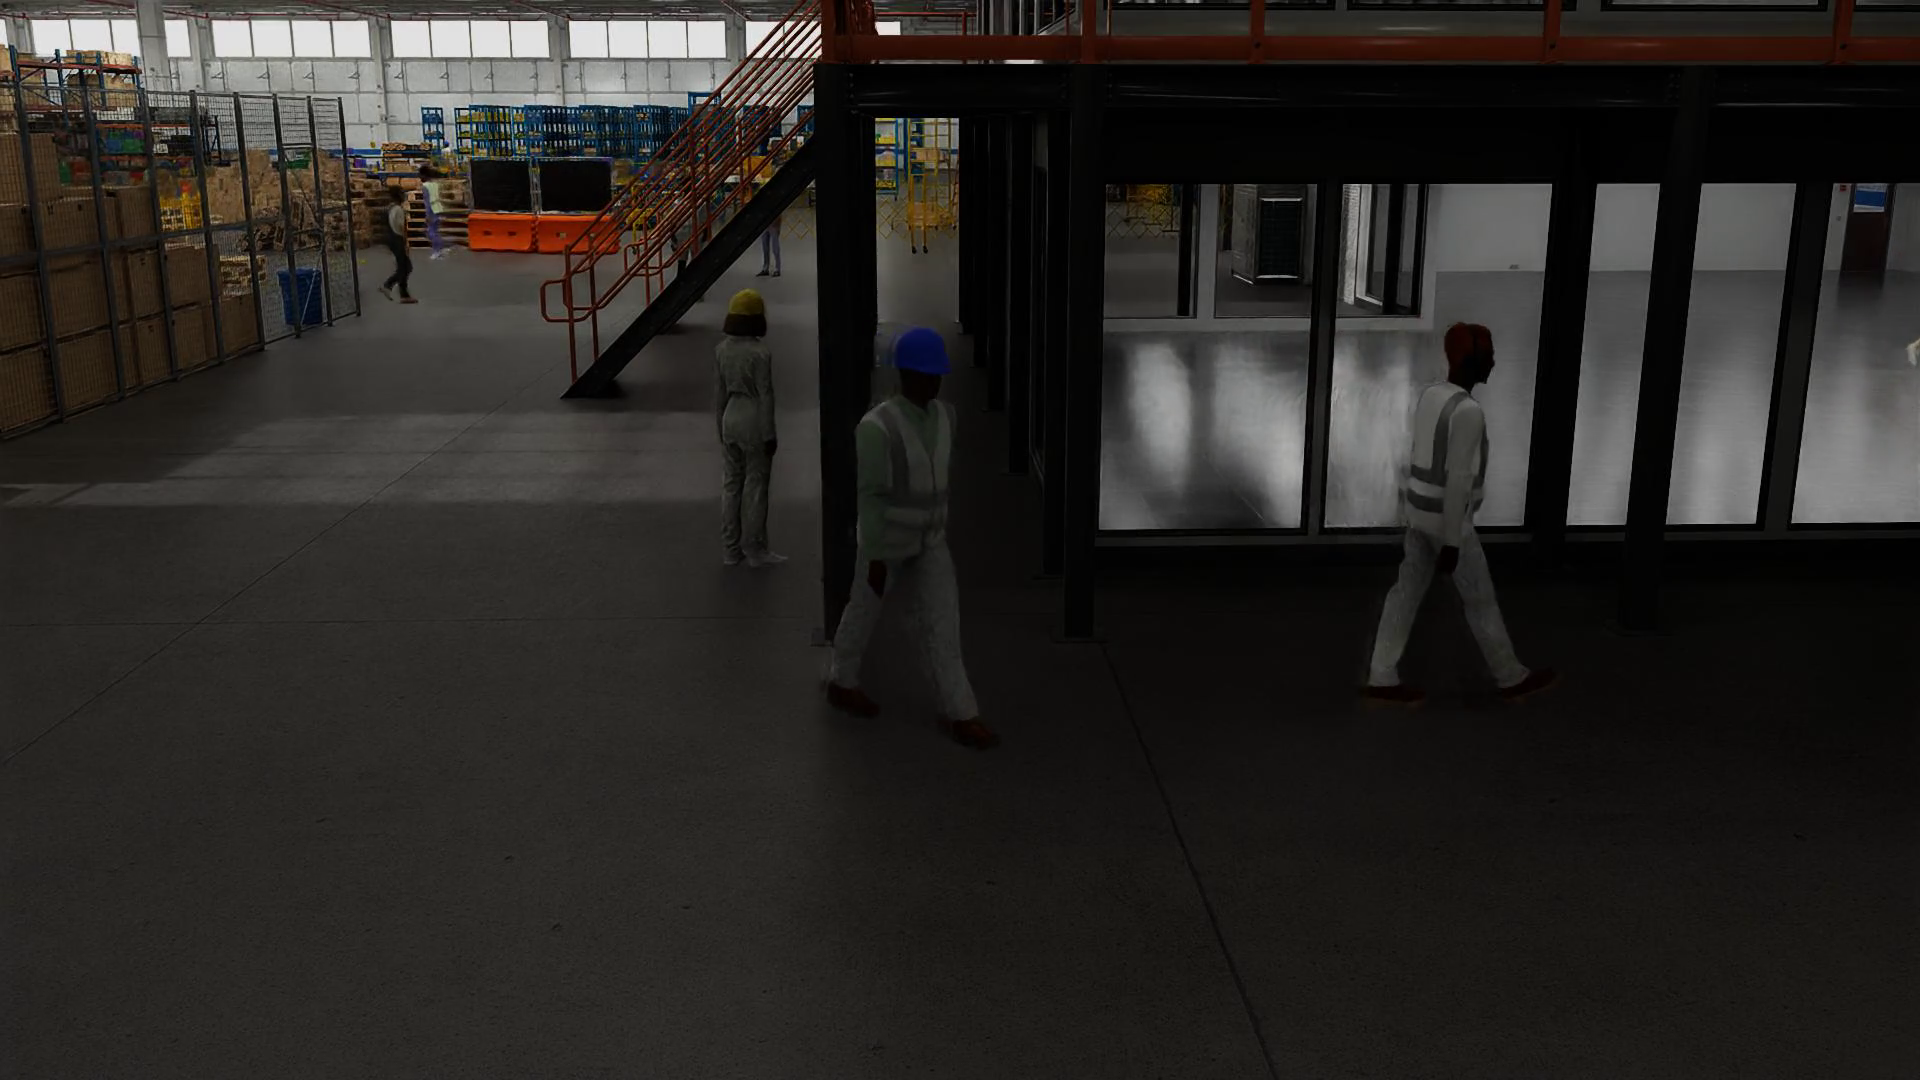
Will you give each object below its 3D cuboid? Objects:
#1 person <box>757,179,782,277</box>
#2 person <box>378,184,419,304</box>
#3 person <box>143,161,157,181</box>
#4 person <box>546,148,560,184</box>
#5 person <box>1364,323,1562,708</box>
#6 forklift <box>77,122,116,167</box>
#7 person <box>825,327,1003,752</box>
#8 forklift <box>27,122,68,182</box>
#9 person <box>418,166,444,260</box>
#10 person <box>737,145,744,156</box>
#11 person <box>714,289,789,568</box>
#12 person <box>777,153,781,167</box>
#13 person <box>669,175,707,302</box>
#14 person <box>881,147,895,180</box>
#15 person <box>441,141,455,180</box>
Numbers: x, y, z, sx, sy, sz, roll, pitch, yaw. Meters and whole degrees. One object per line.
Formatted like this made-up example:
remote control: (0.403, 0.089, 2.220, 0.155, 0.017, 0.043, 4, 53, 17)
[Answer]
person: (-3.484, -5.696, 30.360, 0.526, 1.768, 0.331, 9, 16, 31)
person: (-8.689, -4.537, 25.593, 0.535, 1.831, 0.537, -10, 17, -34)
person: (-25.028, -10.950, 51.672, 0.459, 1.611, 0.701, 3, 14, 12)
person: (-16.938, -15.406, 69.195, 0.686, 1.748, 0.523, -4, 15, -17)
person: (2.382, -0.091, 7.804, 0.955, 1.835, 0.610, -2, 14, -6)
forklift: (-37.872, -16.852, 72.685, 1.129, 2.768, 1.873, -1, 14, -2)
person: (-0.264, -0.026, 7.467, 0.625, 1.886, 1.052, -14, 19, -43)
forklift: (-35.376, -14.773, 64.377, 1.129, 2.768, 1.873, -1, 14, -2)
person: (-10.812, -6.672, 33.993, 0.465, 1.899, 0.614, 2, 14, 8)
person: (-11.356, -19.656, 86.123, 0.405, 1.782, 0.667, 4, 15, 15)
person: (-1.317, -0.693, 10.412, 0.491, 1.743, 0.319, 12, 18, 39)
person: (-9.260, -19.417, 85.094, 0.938, 1.806, 0.564, 2, 14, 9)
person: (-4.233, -4.703, 25.985, 0.602, 1.966, 0.368, -3, 14, -13)
person: (-2.996, -15.372, 68.754, 0.643, 1.905, 0.399, -10, 17, -34)
person: (-24.724, -18.273, 80.324, 0.616, 1.904, 0.950, -5, 15, -19)
